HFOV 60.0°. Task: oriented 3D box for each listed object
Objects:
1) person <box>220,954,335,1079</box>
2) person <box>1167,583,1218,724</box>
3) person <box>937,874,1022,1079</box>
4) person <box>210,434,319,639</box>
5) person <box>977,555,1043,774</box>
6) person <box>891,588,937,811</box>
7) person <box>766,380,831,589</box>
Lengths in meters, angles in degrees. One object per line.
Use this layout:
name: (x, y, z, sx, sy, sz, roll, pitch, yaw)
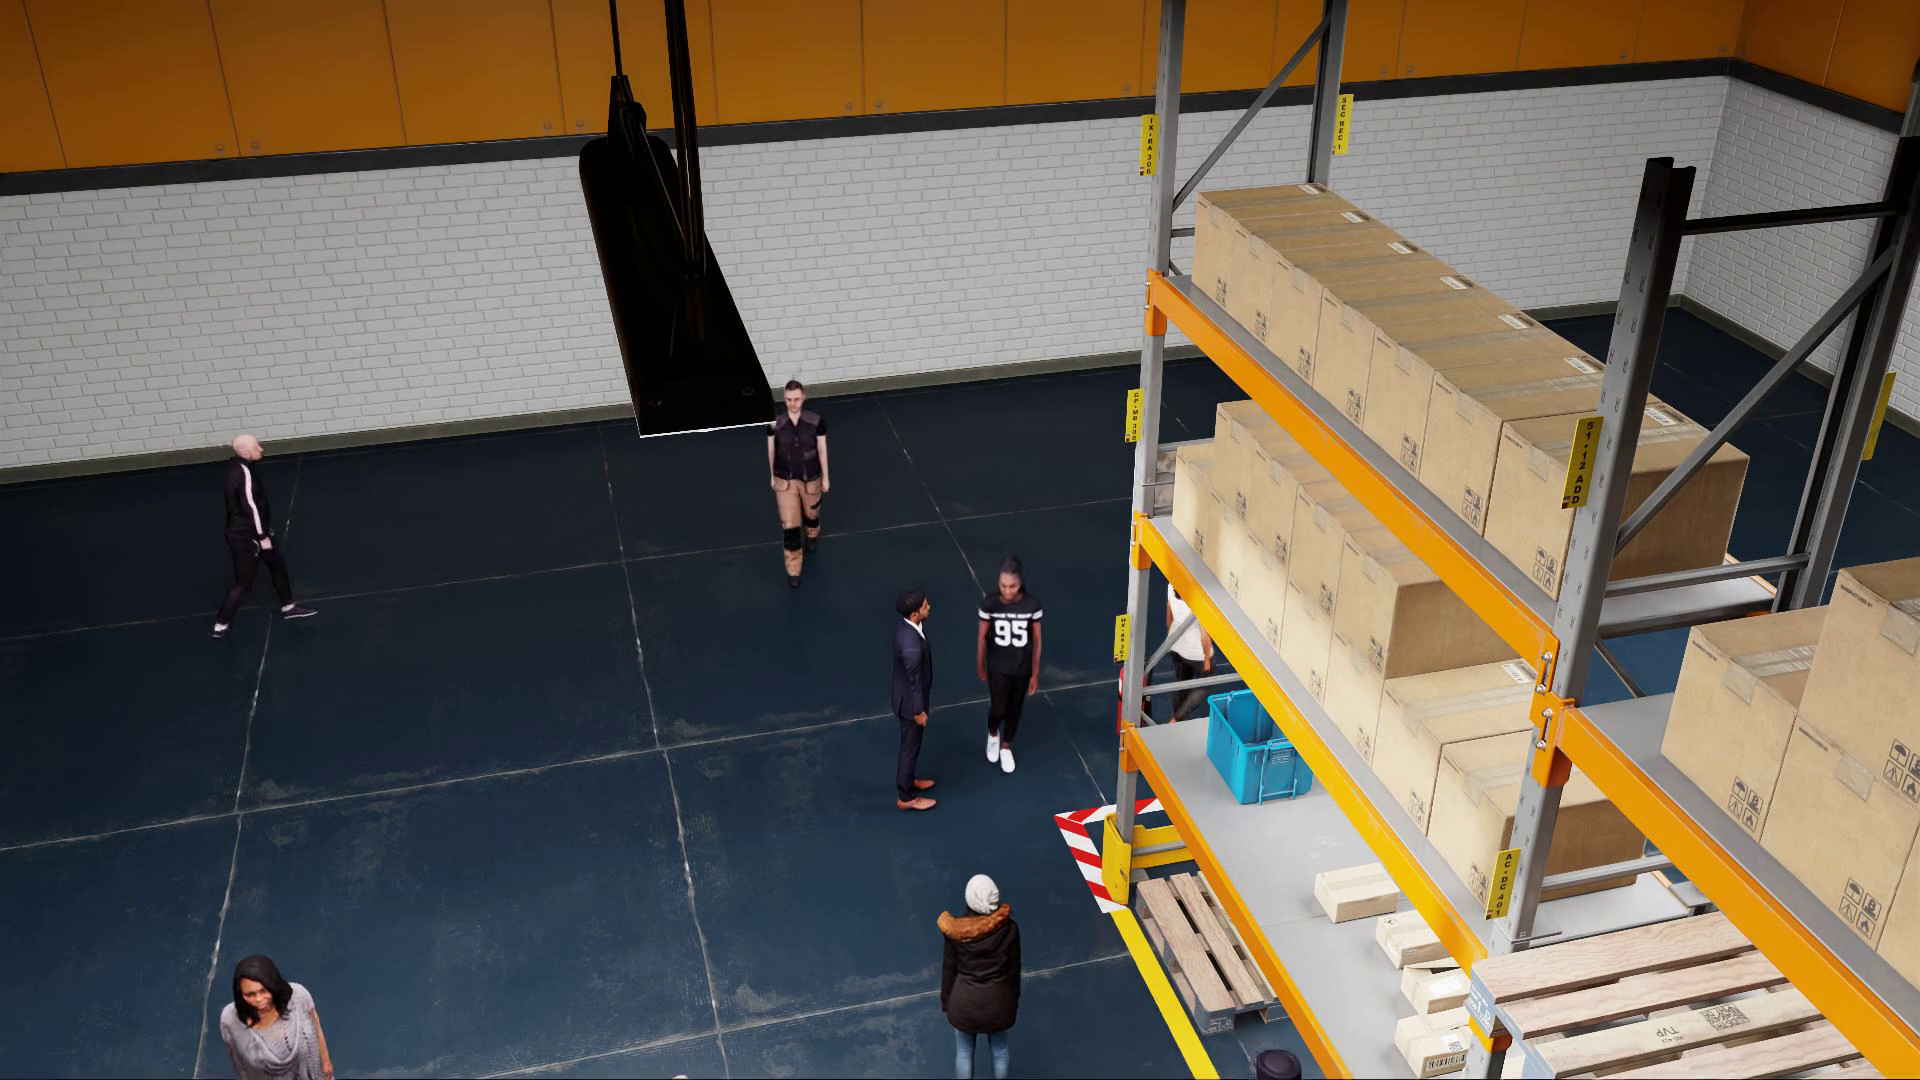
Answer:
person: (-3.540, 2.748, 8.716, 0.728, 1.594, 0.845, -14, 32, -25)
person: (1.629, 0.828, 12.195, 0.805, 1.633, 0.779, -22, 35, -34)
person: (0.119, 2.508, 9.114, 0.659, 1.633, 0.641, -2, 29, -4)
person: (-5.890, -0.005, 13.569, 0.820, 1.779, 1.042, -15, 32, -26)
person: (0.355, 0.871, 12.024, 0.649, 1.721, 0.701, -2, 29, -4)
person: (-0.352, 1.101, 11.602, 0.735, 1.722, 0.532, -2, 29, -3)
person: (-1.407, -0.573, 14.580, 0.817, 1.808, 1.210, -3, 29, -5)
